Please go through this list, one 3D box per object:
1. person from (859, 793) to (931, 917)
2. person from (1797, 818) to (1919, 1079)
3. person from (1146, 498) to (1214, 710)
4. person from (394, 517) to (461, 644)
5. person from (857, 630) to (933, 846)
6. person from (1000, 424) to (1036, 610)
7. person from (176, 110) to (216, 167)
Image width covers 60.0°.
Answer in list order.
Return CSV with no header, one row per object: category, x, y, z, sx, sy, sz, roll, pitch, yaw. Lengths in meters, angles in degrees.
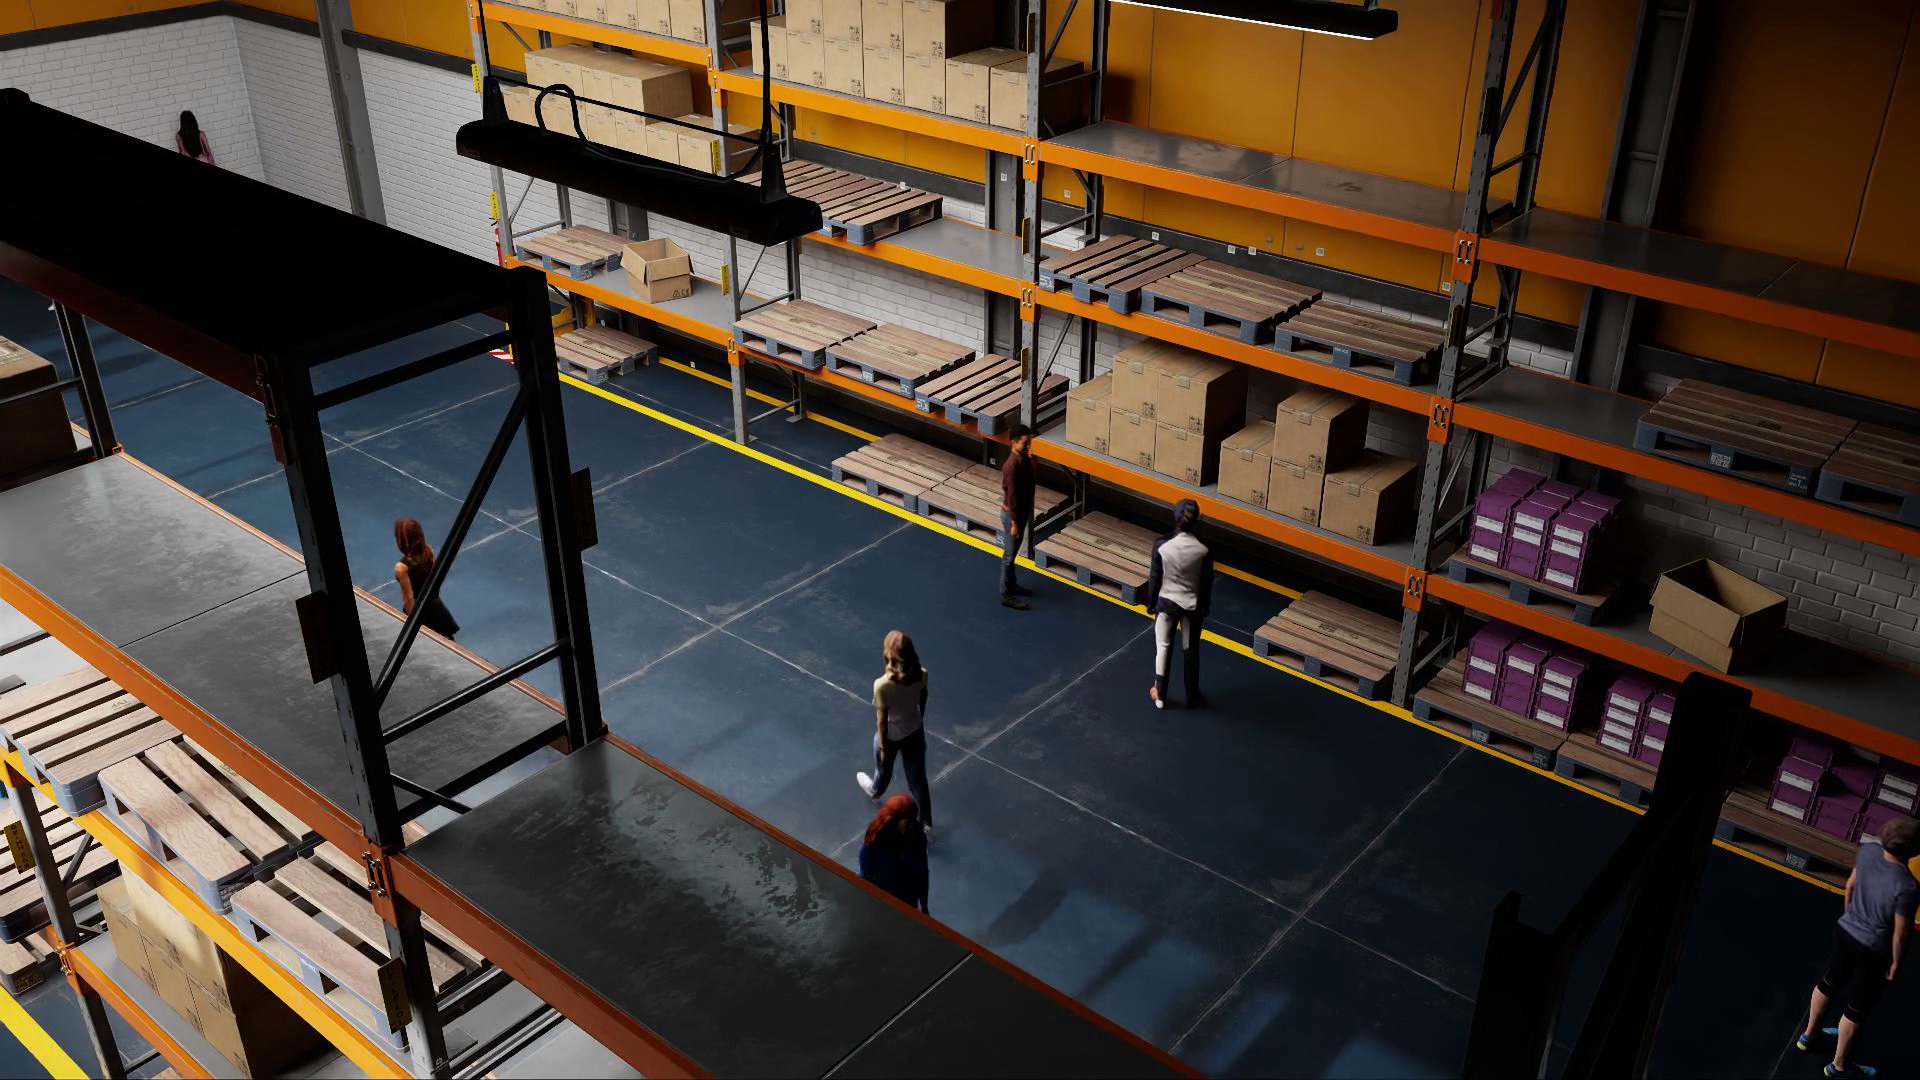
person,-0.444,2.286,10.462,0.783,1.805,0.891,-12,31,-20
person,5.501,2.447,10.081,0.805,1.887,0.727,-5,29,-9
person,1.793,0.531,13.587,0.727,1.893,0.834,3,29,6
person,-4.233,0.673,13.426,1.198,1.798,0.773,14,32,24
person,-0.367,1.484,12.068,0.864,1.675,1.195,-18,33,-29
person,0.495,-0.236,15.114,0.673,1.778,0.712,7,29,13
person,-11.284,-5.478,24.691,0.694,1.810,0.732,-5,29,-9
